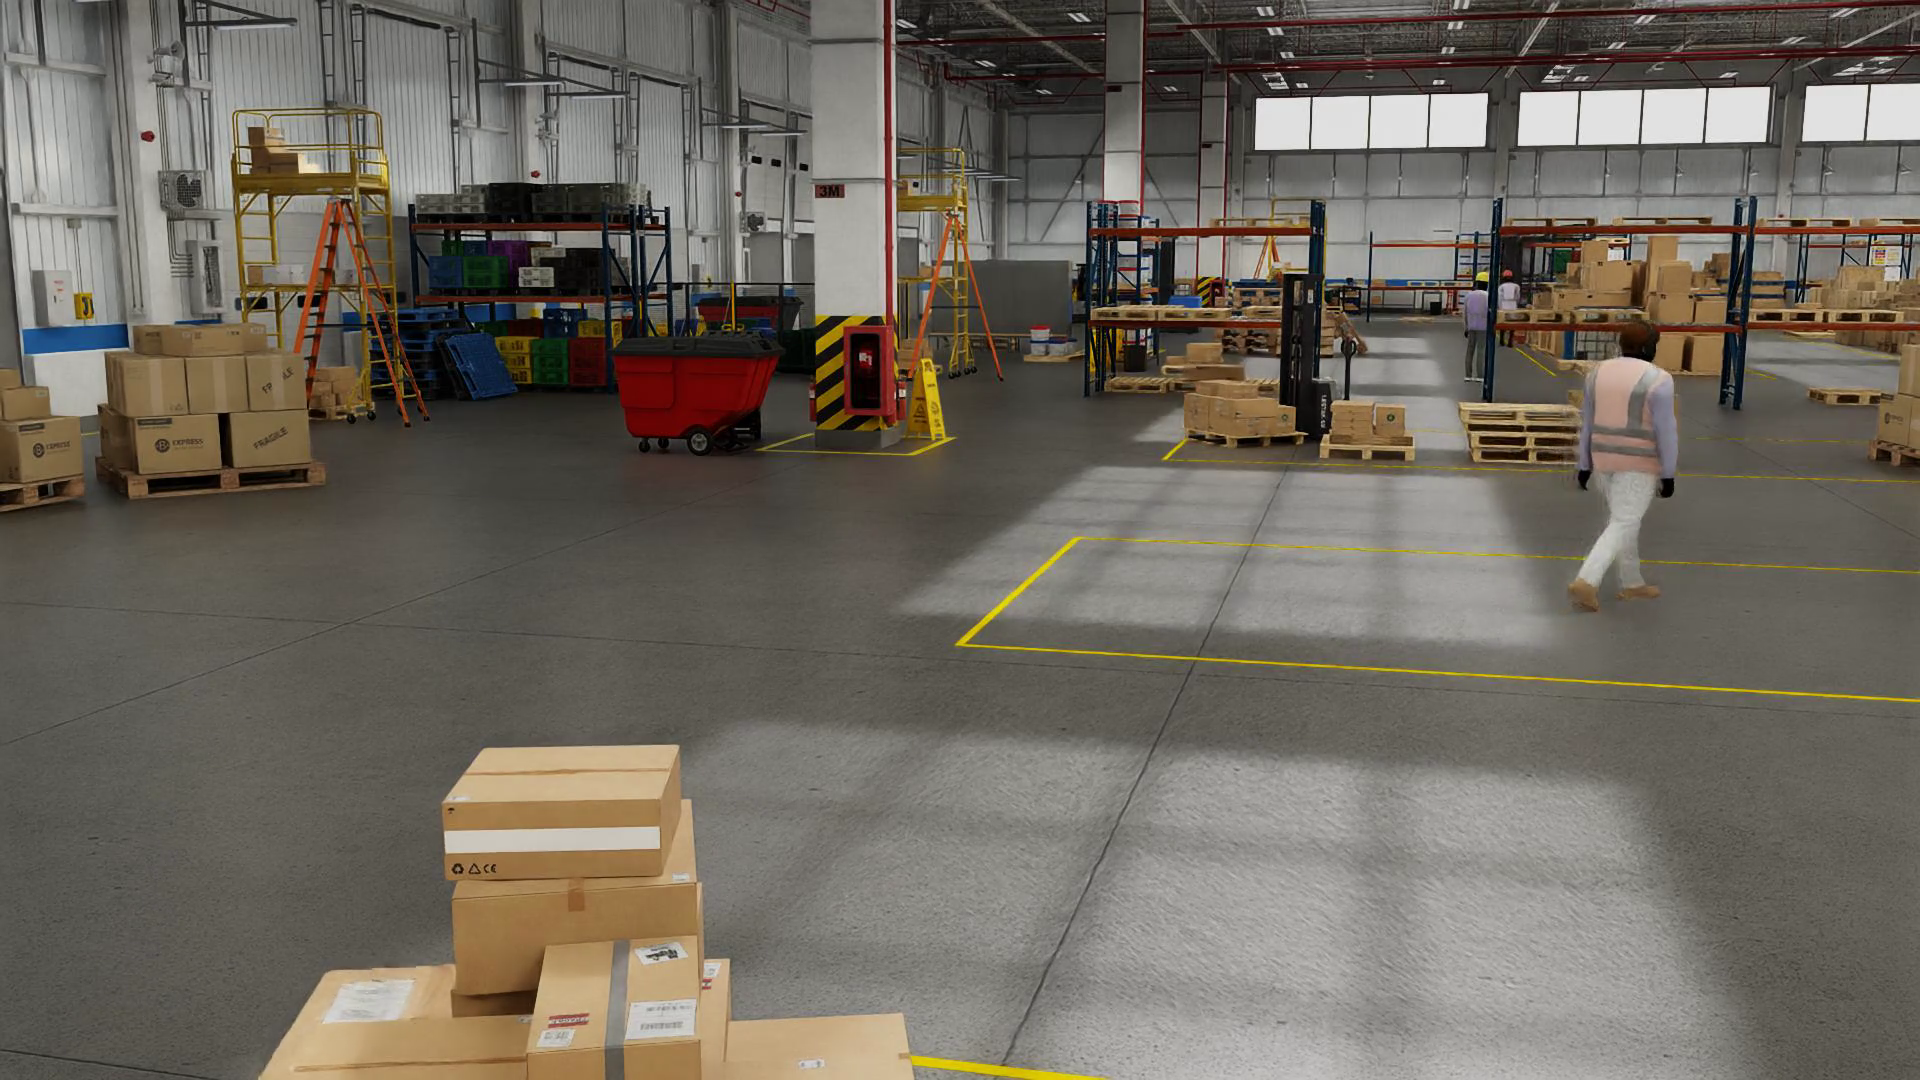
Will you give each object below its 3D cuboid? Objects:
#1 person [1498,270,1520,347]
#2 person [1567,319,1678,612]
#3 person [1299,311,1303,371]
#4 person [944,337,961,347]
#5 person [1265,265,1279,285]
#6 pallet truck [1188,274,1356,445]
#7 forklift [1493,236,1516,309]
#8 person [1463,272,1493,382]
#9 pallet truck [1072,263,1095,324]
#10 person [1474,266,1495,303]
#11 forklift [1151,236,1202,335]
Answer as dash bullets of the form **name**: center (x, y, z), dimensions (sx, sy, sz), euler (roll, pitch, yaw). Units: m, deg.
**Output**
- **person**: center (13.387, -5.647, 40.614), dimensions (0.540, 1.890, 1.030), euler (2, 10, 14)
- **person**: center (4.097, -0.461, 10.307), dimensions (0.910, 1.810, 0.640), euler (-5, 11, -26)
- **person**: center (6.723, -4.107, 31.967), dimensions (0.485, 1.736, 0.345), euler (-8, 13, -40)
- **person**: center (-0.164, -5.572, 40.772), dimensions (0.553, 1.651, 0.864), euler (5, 11, 25)
- **person**: center (11.631, -9.278, 61.882), dimensions (0.641, 1.922, 0.634), euler (-7, 12, -37)
- **pallet truck**: center (3.653, -2.138, 19.590), dimensions (1.885, 1.965, 0.823), euler (-4, 10, -20)
- **forklift**: center (17.136, -8.126, 52.249), dimensions (1.873, 2.768, 1.129), euler (1, 10, 7)
- **person**: center (9.098, -3.726, 29.149), dimensions (0.381, 1.923, 0.592), euler (-7, 12, -34)
- **pallet truck**: center (4.325, -8.180, 55.162), dimensions (0.823, 1.965, 1.885), euler (6, 11, 31)
- **person**: center (16.102, -7.437, 51.015), dimensions (0.665, 1.912, 0.485), euler (7, 12, 36)
- **forklift**: center (5.866, -7.214, 46.878), dimensions (1.873, 2.768, 1.129), euler (2, 10, 14)
